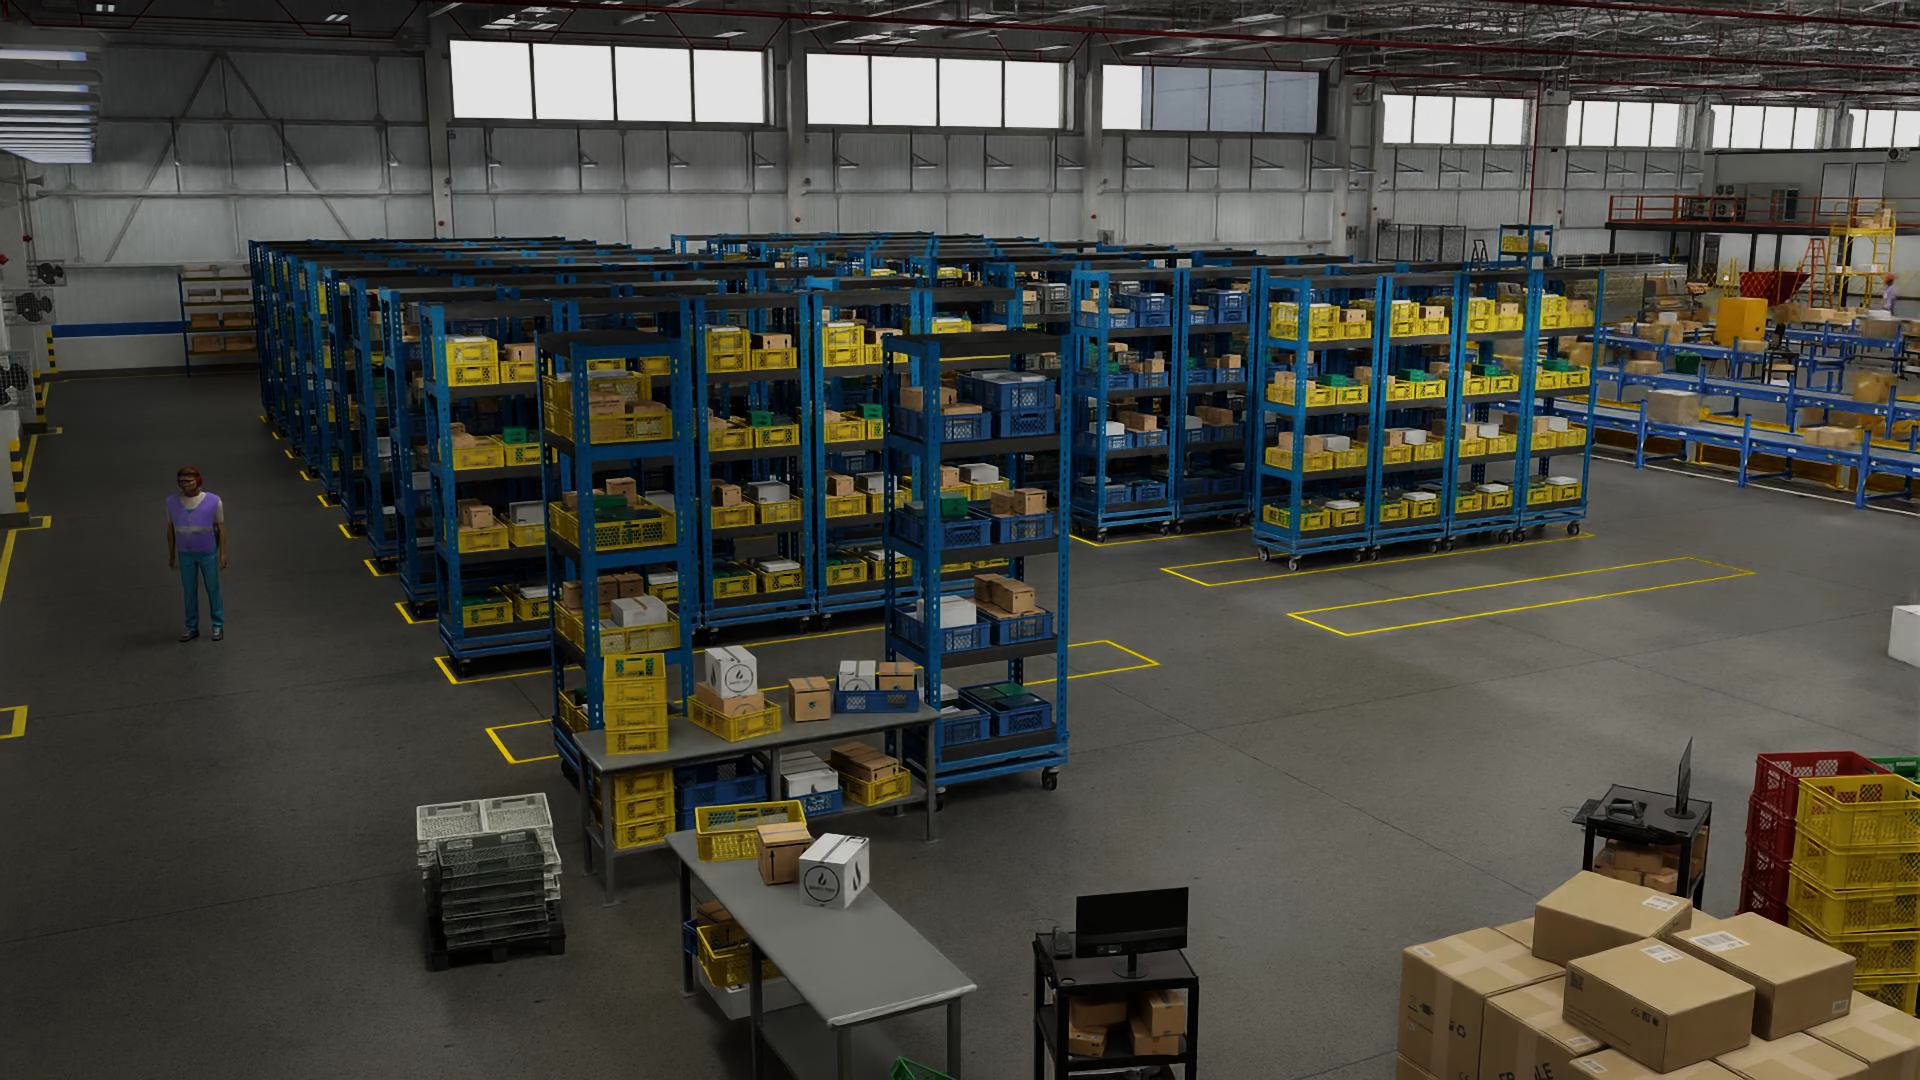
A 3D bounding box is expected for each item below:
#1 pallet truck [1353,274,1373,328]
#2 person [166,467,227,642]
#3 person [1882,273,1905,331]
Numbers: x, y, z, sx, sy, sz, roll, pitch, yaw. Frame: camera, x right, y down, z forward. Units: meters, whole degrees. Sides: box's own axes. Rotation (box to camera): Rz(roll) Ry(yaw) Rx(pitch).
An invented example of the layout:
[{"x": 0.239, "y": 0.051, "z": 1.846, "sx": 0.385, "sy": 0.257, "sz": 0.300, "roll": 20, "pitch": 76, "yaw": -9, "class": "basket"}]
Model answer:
[{"x": 13.011, "y": -8.050, "z": 55.243, "sx": 0.823, "sy": 1.965, "sz": 1.885, "roll": -7, "pitch": 14, "yaw": -28, "class": "pallet truck"}, {"x": -7.923, "y": 0.139, "z": 17.295, "sx": 0.571, "sy": 1.843, "sz": 0.373, "roll": -1, "pitch": 12, "yaw": -6, "class": "person"}, {"x": 28.677, "y": -7.195, "z": 51.187, "sx": 0.779, "sy": 2.013, "sz": 0.633, "roll": 1, "pitch": 12, "yaw": 4, "class": "person"}]
